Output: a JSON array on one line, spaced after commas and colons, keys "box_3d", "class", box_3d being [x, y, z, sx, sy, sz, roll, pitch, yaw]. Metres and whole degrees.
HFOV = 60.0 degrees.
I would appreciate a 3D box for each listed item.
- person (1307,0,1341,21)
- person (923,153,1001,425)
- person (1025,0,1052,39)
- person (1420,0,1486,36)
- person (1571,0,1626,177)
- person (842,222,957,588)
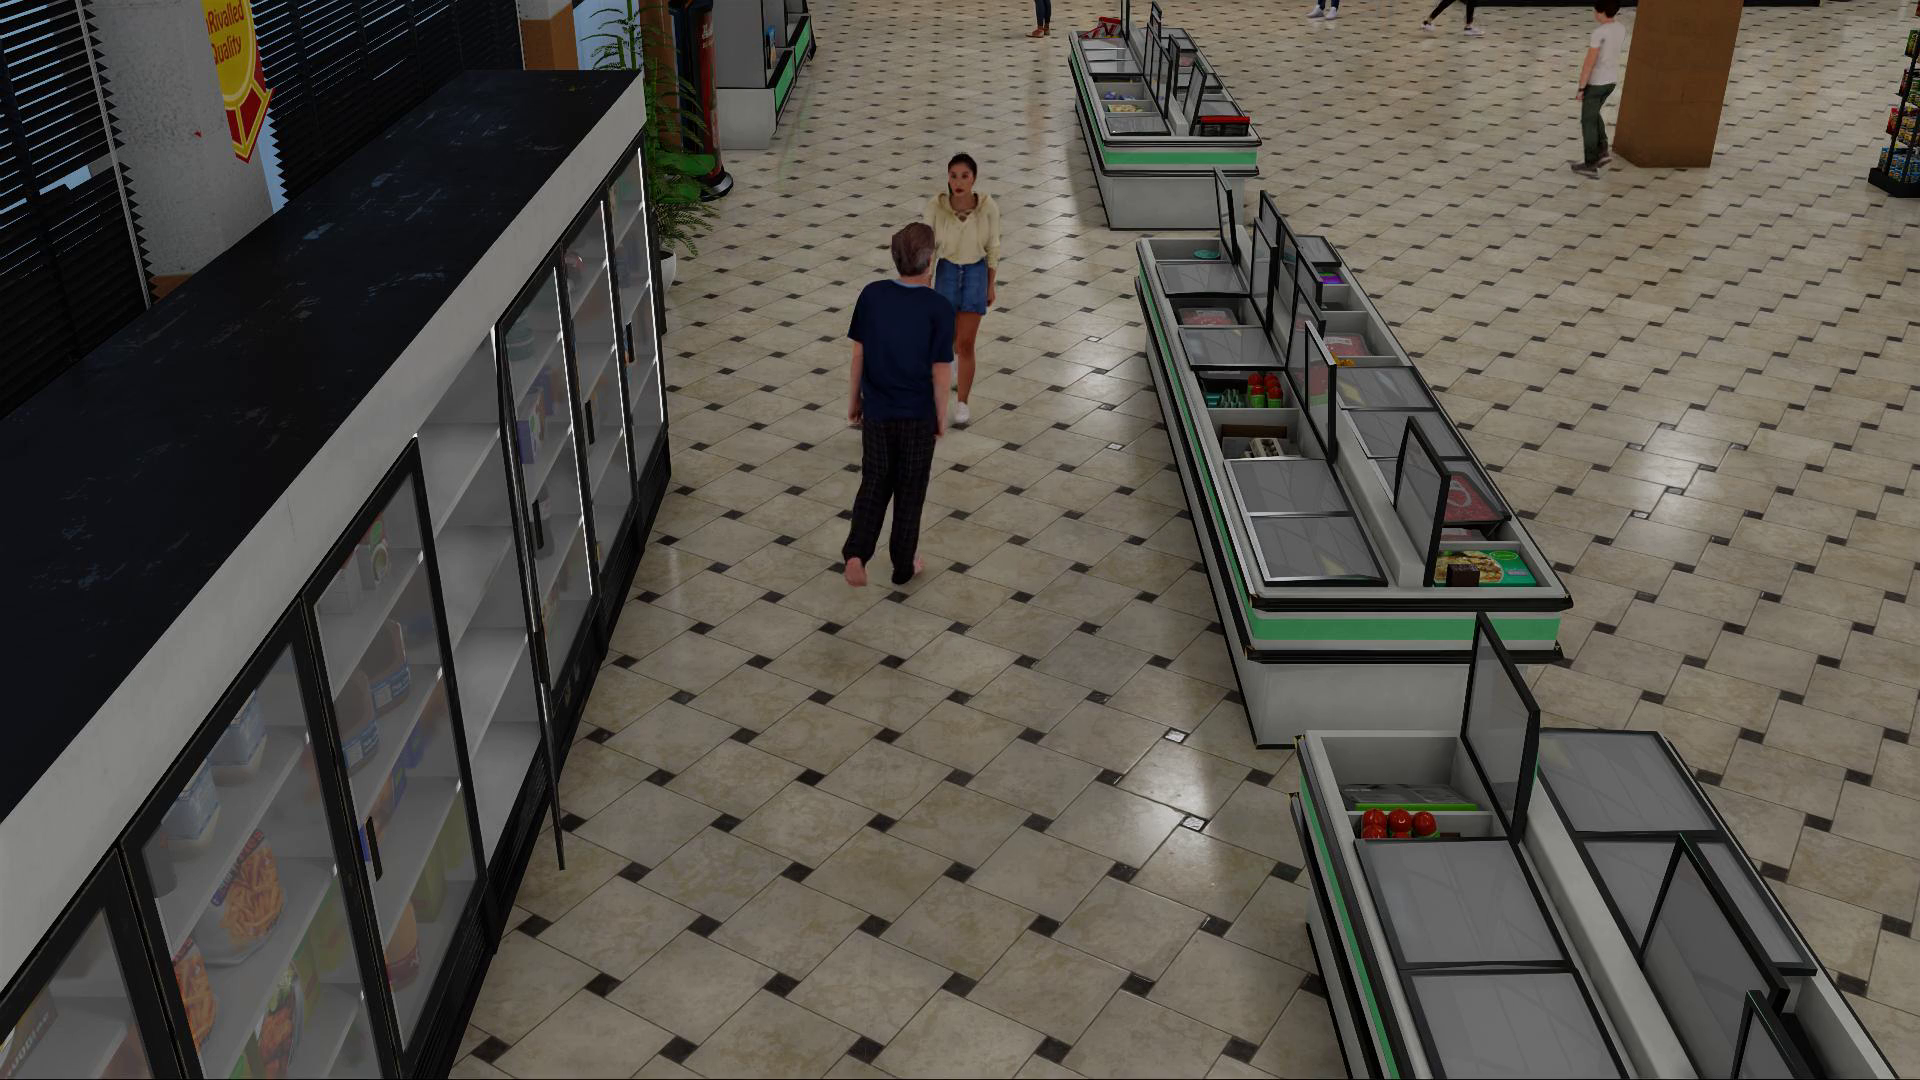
[{"box_3d": [5.148, -8.164, 22.931, 0.838, 1.867, 0.777, -24, 35, -39], "class": "person"}, {"box_3d": [0.010, -1.582, 10.243, 0.658, 1.603, 1.077, 2, 27, 3], "class": "person"}, {"box_3d": [1.060, -7.502, 21.712, 0.733, 1.788, 0.635, 17, 31, 29], "class": "person"}, {"box_3d": [6.456, -7.408, 21.564, 0.893, 1.754, 1.073, 5, 27, 10], "class": "person"}, {"box_3d": [5.939, -4.157, 15.276, 0.741, 1.644, 0.802, -16, 31, -29], "class": "person"}, {"box_3d": [-0.311, -0.566, 7.972, 0.839, 1.846, 0.955, 5, 27, 11], "class": "person"}]
